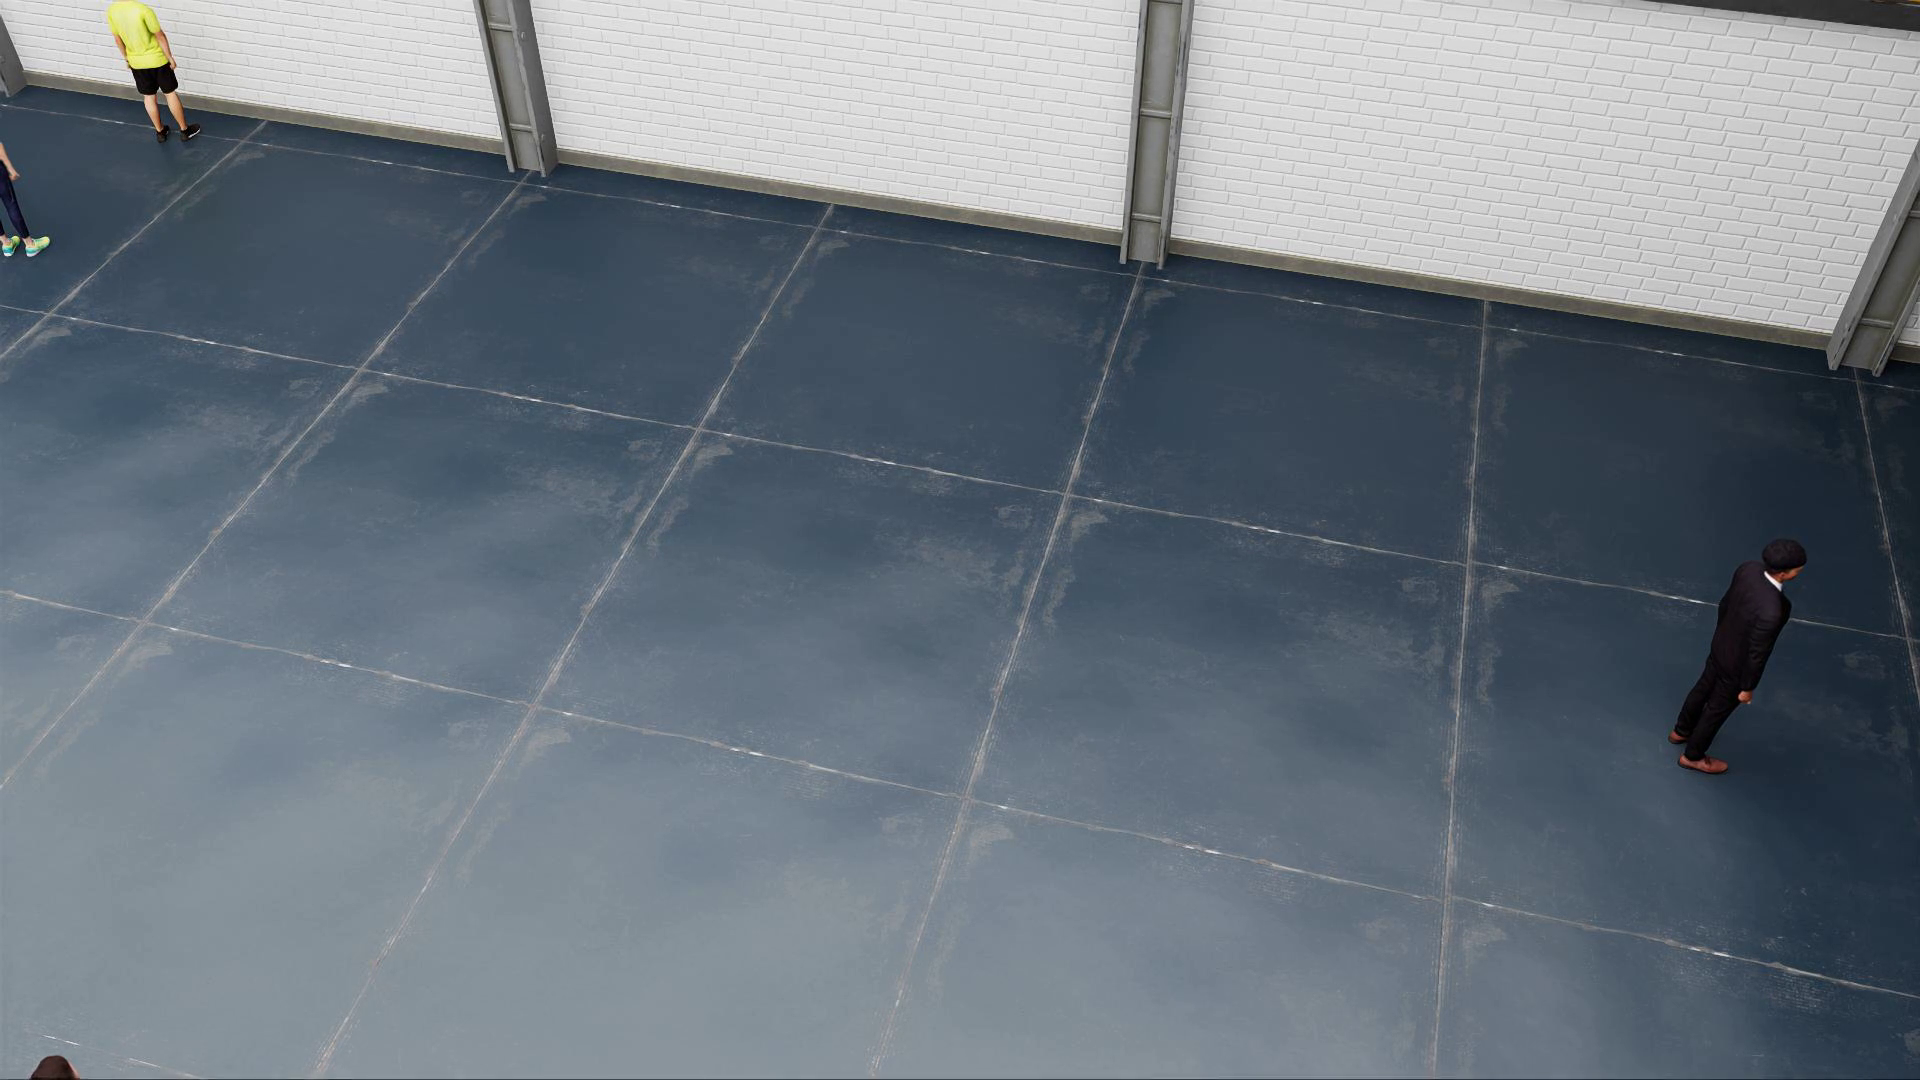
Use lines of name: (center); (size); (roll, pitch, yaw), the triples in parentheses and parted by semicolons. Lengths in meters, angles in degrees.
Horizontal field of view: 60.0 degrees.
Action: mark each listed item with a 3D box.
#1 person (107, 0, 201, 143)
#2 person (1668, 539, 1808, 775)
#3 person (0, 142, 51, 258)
person: (-7.798, -4.635, 15.953); (0.553, 1.708, 0.740); (0, 44, 0)
person: (4.768, 0.698, 10.227); (0.650, 1.884, 0.748); (0, 44, 0)
person: (-8.506, -3.247, 14.499); (0.528, 1.703, 0.693); (3, 44, 3)
